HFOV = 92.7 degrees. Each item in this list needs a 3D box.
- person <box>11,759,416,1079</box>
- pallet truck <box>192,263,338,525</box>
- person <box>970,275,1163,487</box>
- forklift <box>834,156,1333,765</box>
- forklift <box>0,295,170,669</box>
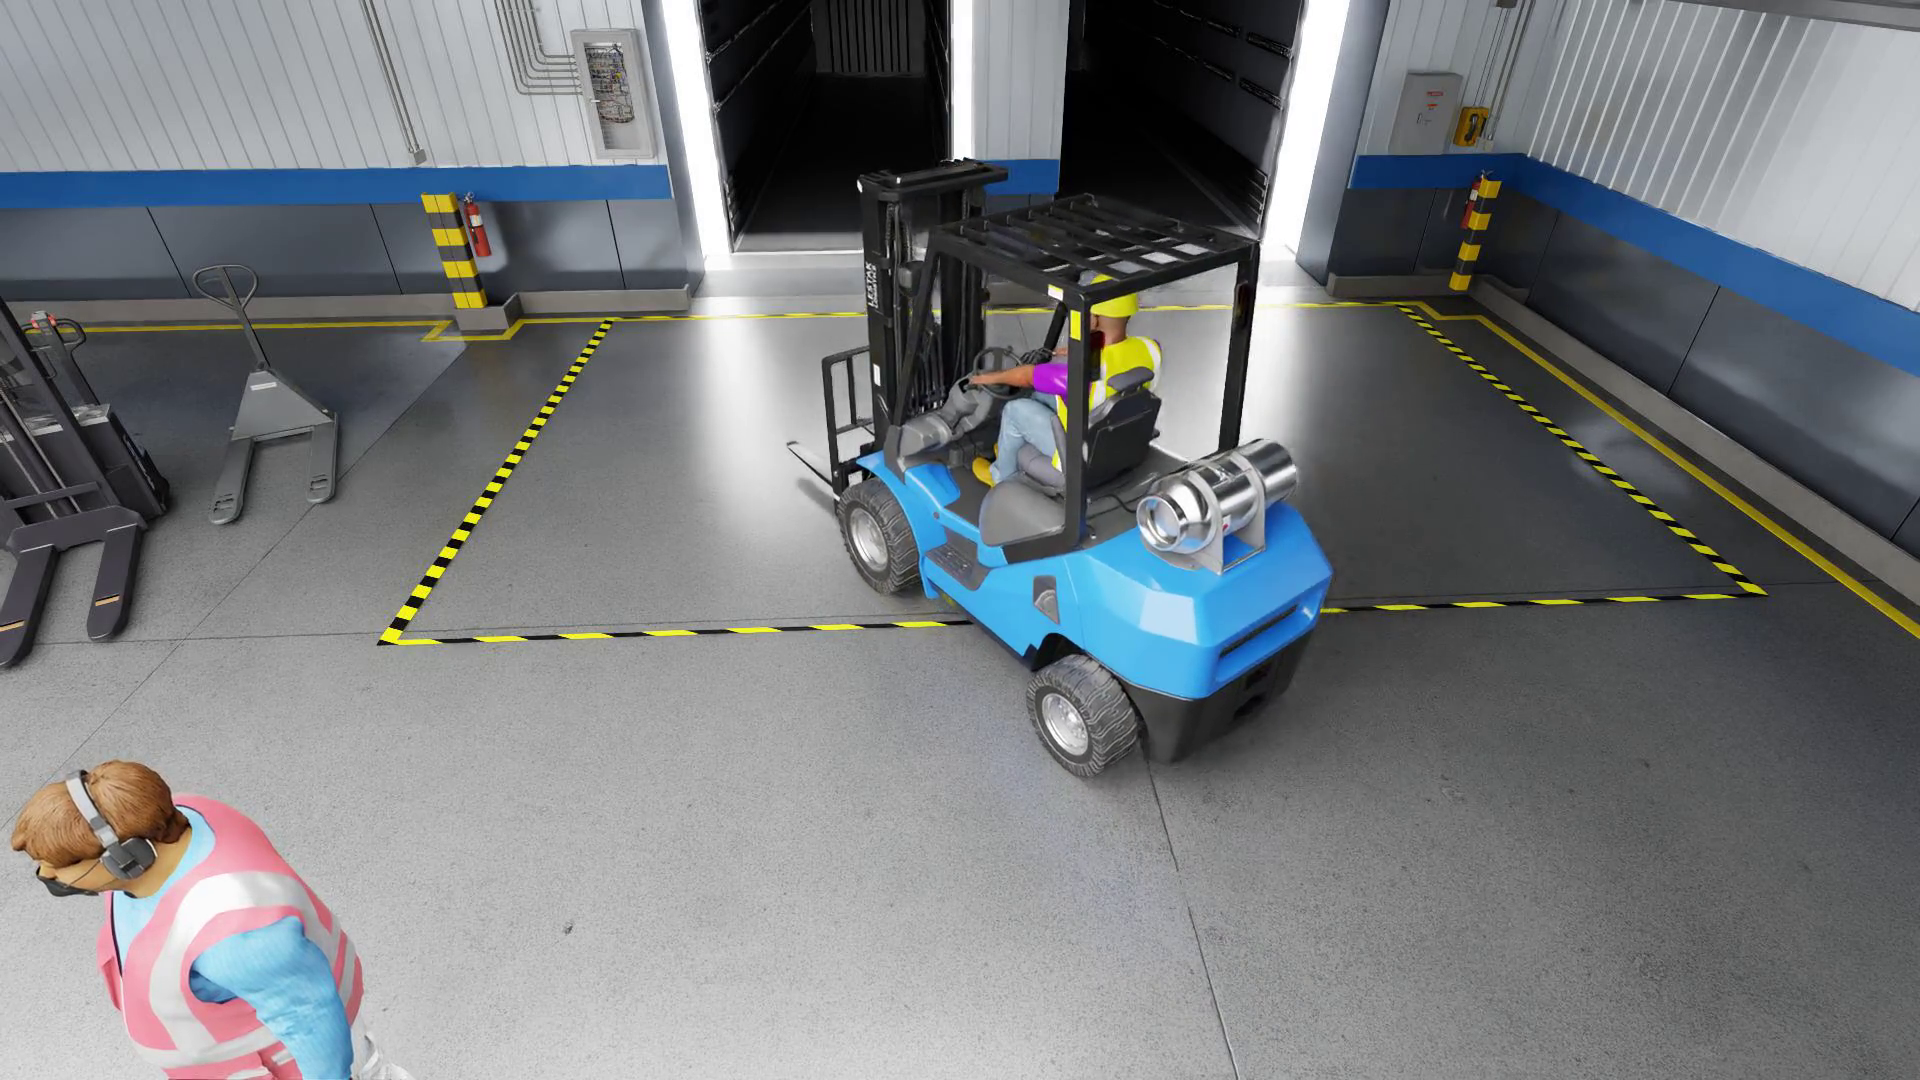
[{"bbox_3d":[-1.761,1.232,2.355,0.630,1.842,0.429,23,41,29],"label":"person"},{"bbox_3d":[-4.778,-1.027,6.128,0.680,1.201,1.601,-17,38,-23],"label":"pallet truck"},{"bbox_3d":[0.448,-0.720,4.386,0.635,1.293,1.004,-23,41,-30],"label":"person"},{"bbox_3d":[0.478,-0.537,4.450,1.157,2.036,2.680,-23,41,-30],"label":"forklift"},{"bbox_3d":[-5.212,-0.618,4.878,0.823,1.965,1.885,-20,39,-26],"label":"forklift"}]
